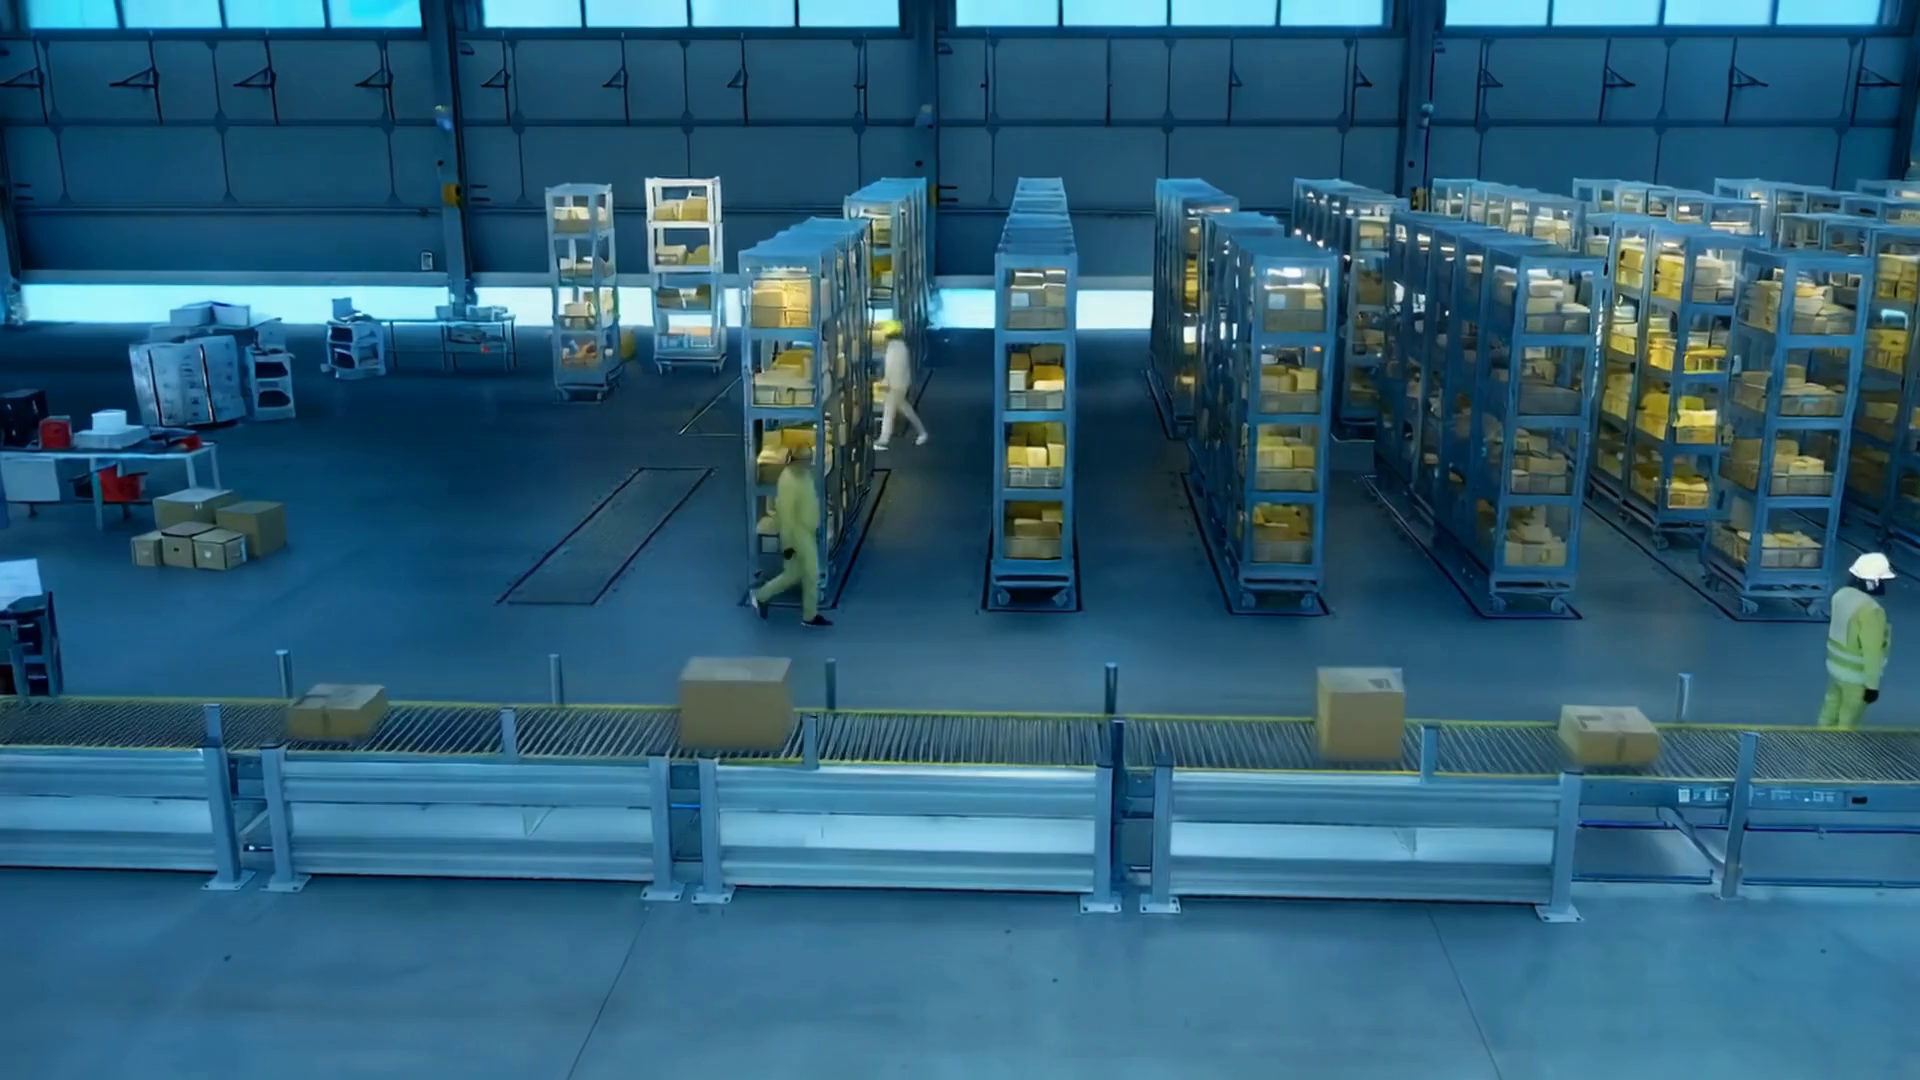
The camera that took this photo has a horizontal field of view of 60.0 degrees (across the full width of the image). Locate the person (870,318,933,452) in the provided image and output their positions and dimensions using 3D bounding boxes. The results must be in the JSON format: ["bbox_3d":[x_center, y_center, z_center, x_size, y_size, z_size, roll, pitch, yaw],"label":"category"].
[{"bbox_3d":[-0.849,-2.277,24.302,0.972,1.959,0.616,-4,16,-15],"label":"person"}]

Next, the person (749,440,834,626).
[{"bbox_3d":[-1.654,-0.056,16.197,0.738,1.884,0.639,4,16,14],"label":"person"}]

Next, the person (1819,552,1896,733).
[{"bbox_3d":[6.698,0.976,12.441,0.404,1.834,0.591,0,15,-1],"label":"person"}]
